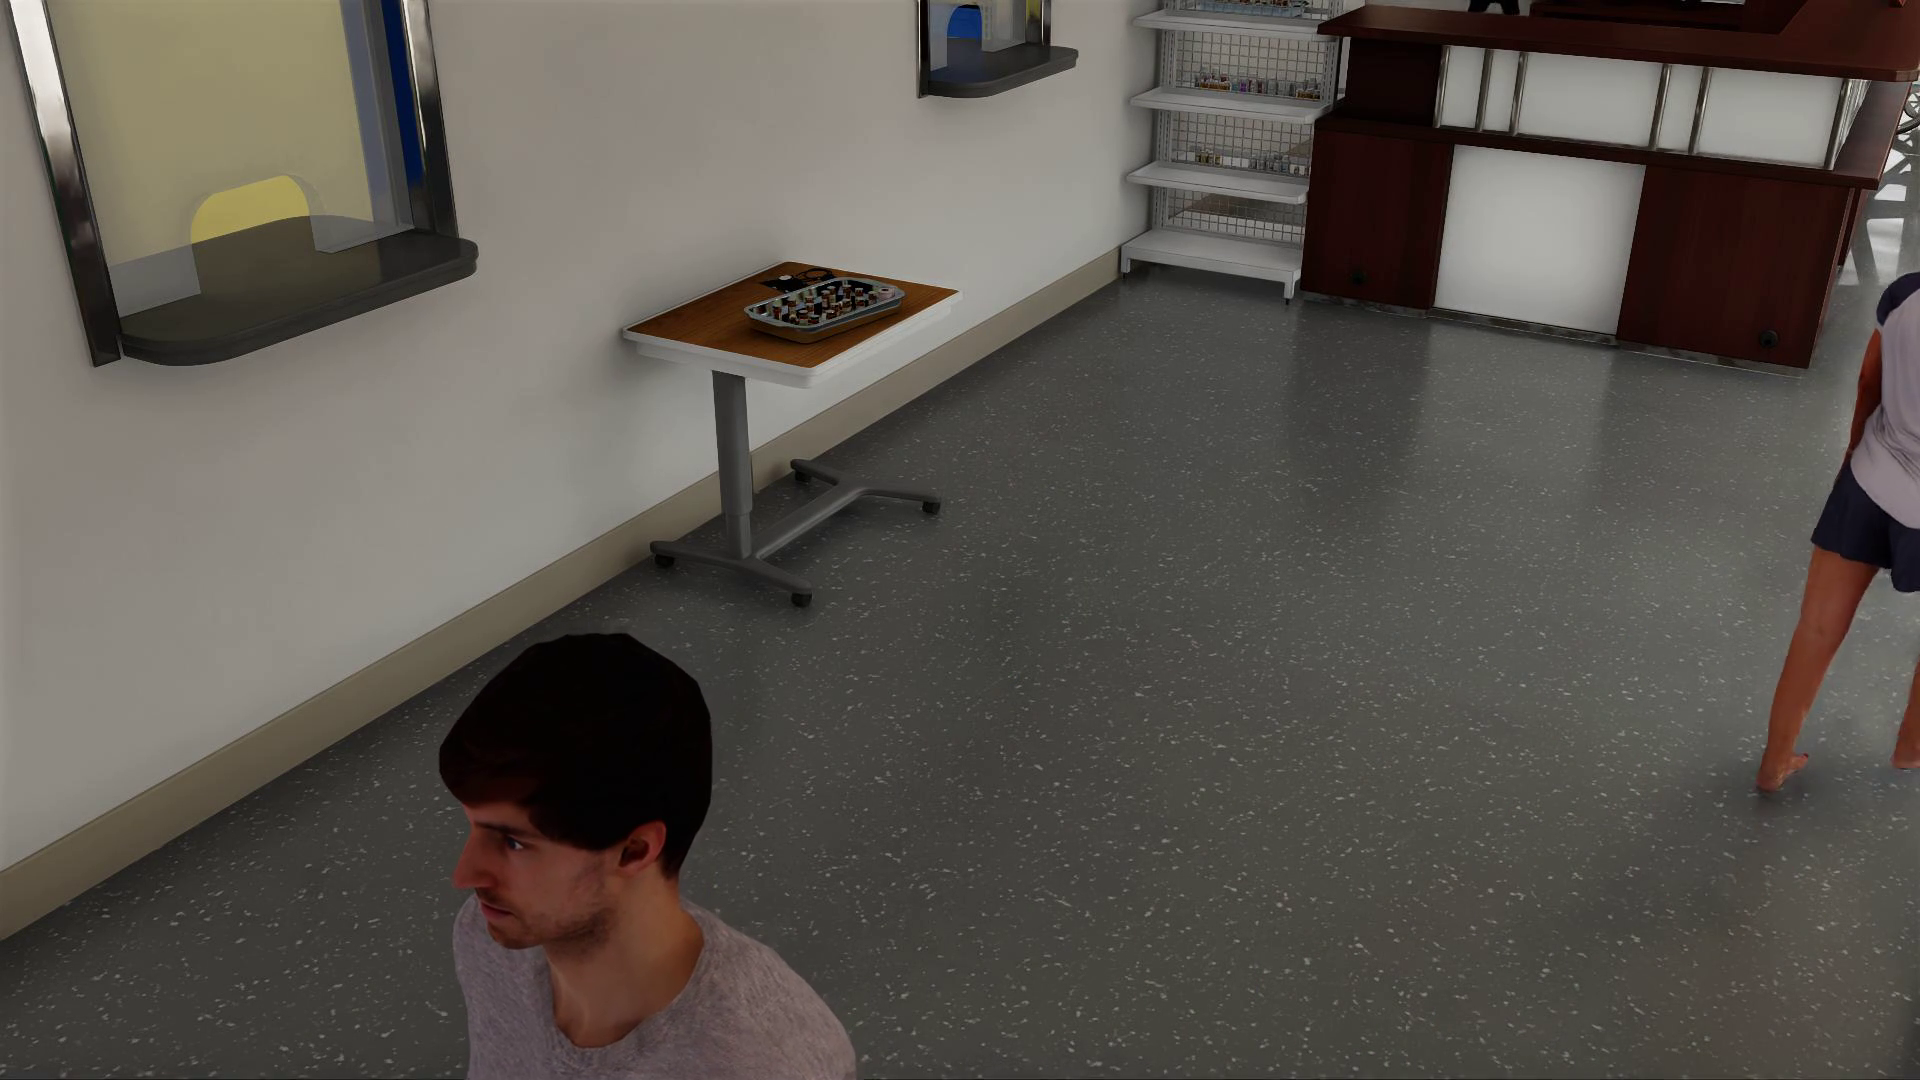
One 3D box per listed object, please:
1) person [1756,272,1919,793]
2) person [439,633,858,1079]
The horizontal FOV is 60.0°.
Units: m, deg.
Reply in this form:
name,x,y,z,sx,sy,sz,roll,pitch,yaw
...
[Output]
name,x,y,z,sx,sy,sz,roll,pitch,yaw
person,2.252,-0.058,3.994,0.892,1.602,0.900,-20,32,-35
person,-0.291,0.907,1.716,0.525,1.843,0.759,20,32,35
